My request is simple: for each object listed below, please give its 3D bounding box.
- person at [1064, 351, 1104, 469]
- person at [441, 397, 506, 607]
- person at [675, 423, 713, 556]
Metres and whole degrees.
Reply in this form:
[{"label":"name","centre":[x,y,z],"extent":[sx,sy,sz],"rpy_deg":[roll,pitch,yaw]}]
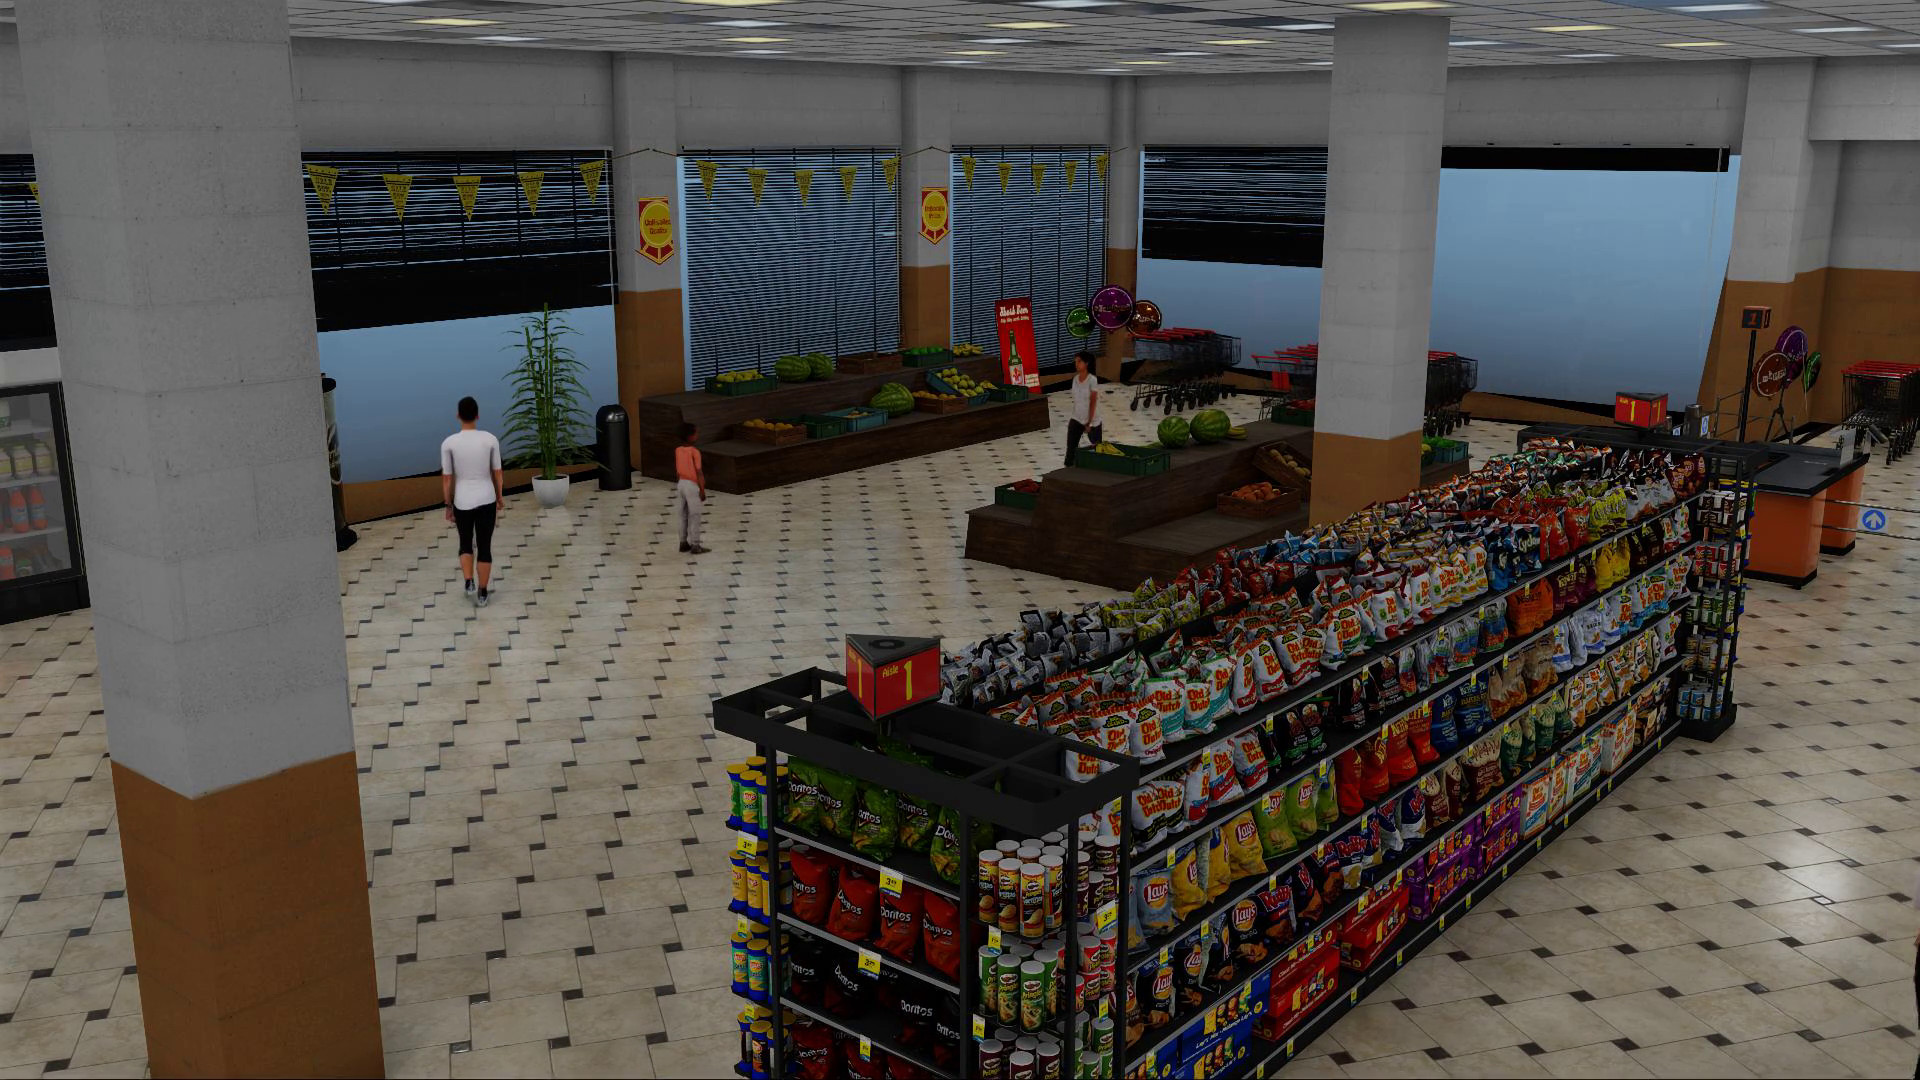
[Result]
[{"label":"person","centre":[1.535,-1.364,19.355],"extent":[1.156,1.598,0.611],"rpy_deg":[-13,19,-43]},{"label":"person","centre":[-4.230,-0.315,14.520],"extent":[0.822,1.838,0.890],"rpy_deg":[-4,14,-15]},{"label":"person","centre":[-2.680,-0.514,16.463],"extent":[0.501,1.310,0.468],"rpy_deg":[10,17,35]}]
